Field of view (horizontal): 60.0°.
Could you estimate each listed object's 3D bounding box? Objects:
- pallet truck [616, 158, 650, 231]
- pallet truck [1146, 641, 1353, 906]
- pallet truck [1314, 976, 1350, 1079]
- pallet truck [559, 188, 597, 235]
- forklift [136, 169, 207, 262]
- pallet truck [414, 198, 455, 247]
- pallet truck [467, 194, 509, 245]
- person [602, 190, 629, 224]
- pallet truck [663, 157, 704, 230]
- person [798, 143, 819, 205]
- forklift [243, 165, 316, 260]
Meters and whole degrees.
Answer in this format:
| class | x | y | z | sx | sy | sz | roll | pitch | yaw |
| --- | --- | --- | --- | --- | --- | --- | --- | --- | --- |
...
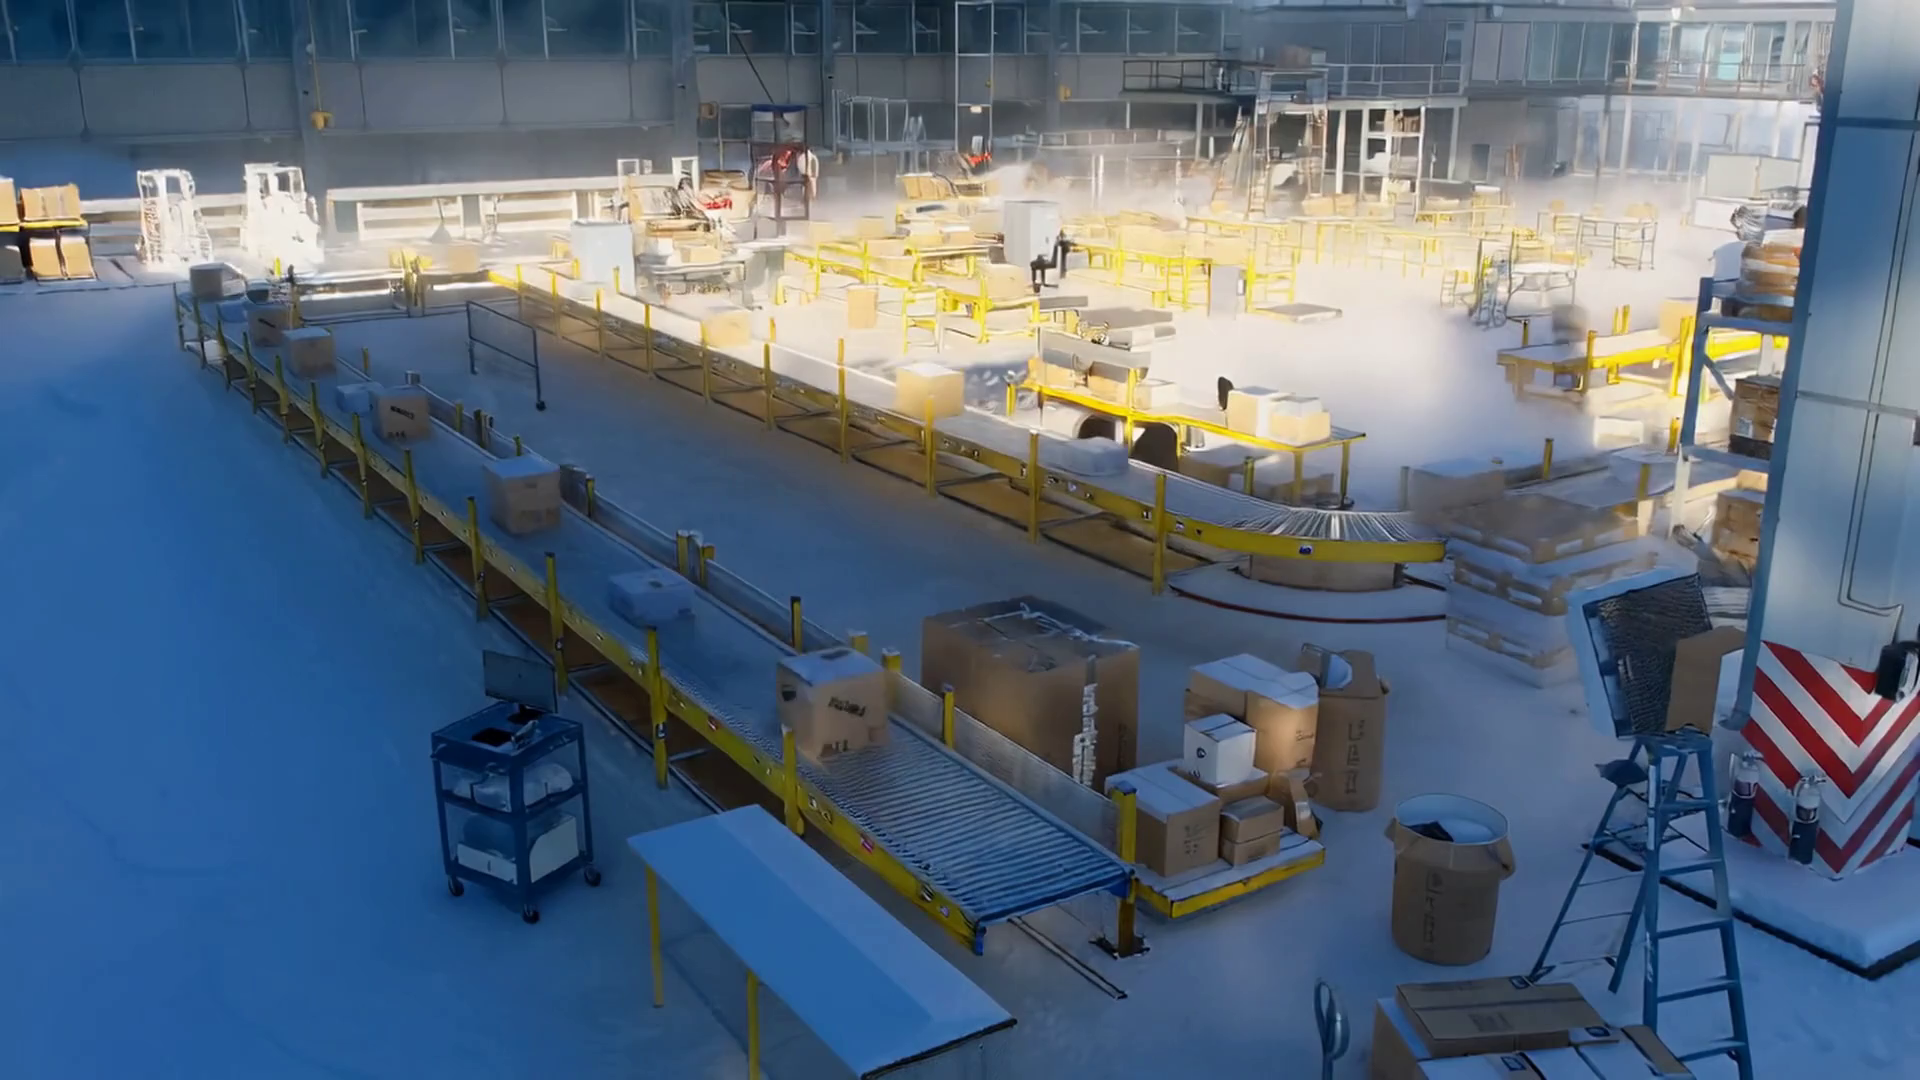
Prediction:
| class | x | y | z | sx | sy | sz | roll | pitch | yaw |
| --- | --- | --- | --- | --- | --- | --- | --- | --- | --- |
| pallet truck | -8.918 | -9.176 | 44.255 | 0.823 | 1.965 | 1.885 | -9 | 19 | -27 |
| pallet truck | 1.664 | 1.407 | 10.232 | 1.630 | 1.274 | 0.653 | -10 | 20 | -31 |
| pallet truck | 2.299 | 2.390 | 7.086 | 1.601 | 1.201 | 0.680 | -2 | 17 | -7 |
| pallet truck | -10.010 | -8.652 | 43.699 | 0.653 | 1.274 | 1.630 | -10 | 20 | -31 |
| forklift | -17.842 | -7.318 | 37.559 | 1.157 | 1.987 | 2.680 | -10 | 20 | -31 |
| pallet truck | -13.250 | -8.060 | 41.856 | 0.680 | 1.201 | 1.601 | -10 | 20 | -31 |
| pallet truck | -11.983 | -8.177 | 42.137 | 0.704 | 1.261 | 1.522 | -11 | 20 | -33 |
| person | -7.000 | -6.127 | 34.028 | 0.605 | 2.045 | 0.379 | -13 | 21 | -36 |
| pallet truck | -7.586 | -9.308 | 44.692 | 0.823 | 1.965 | 1.885 | -11 | 20 | -33 |
| person | -4.719 | -11.393 | 51.787 | 0.647 | 1.908 | 0.409 | -2 | 17 | -6 |
| forklift | -15.898 | -7.669 | 38.708 | 1.157 | 1.987 | 2.680 | -11 | 20 | -33 |
